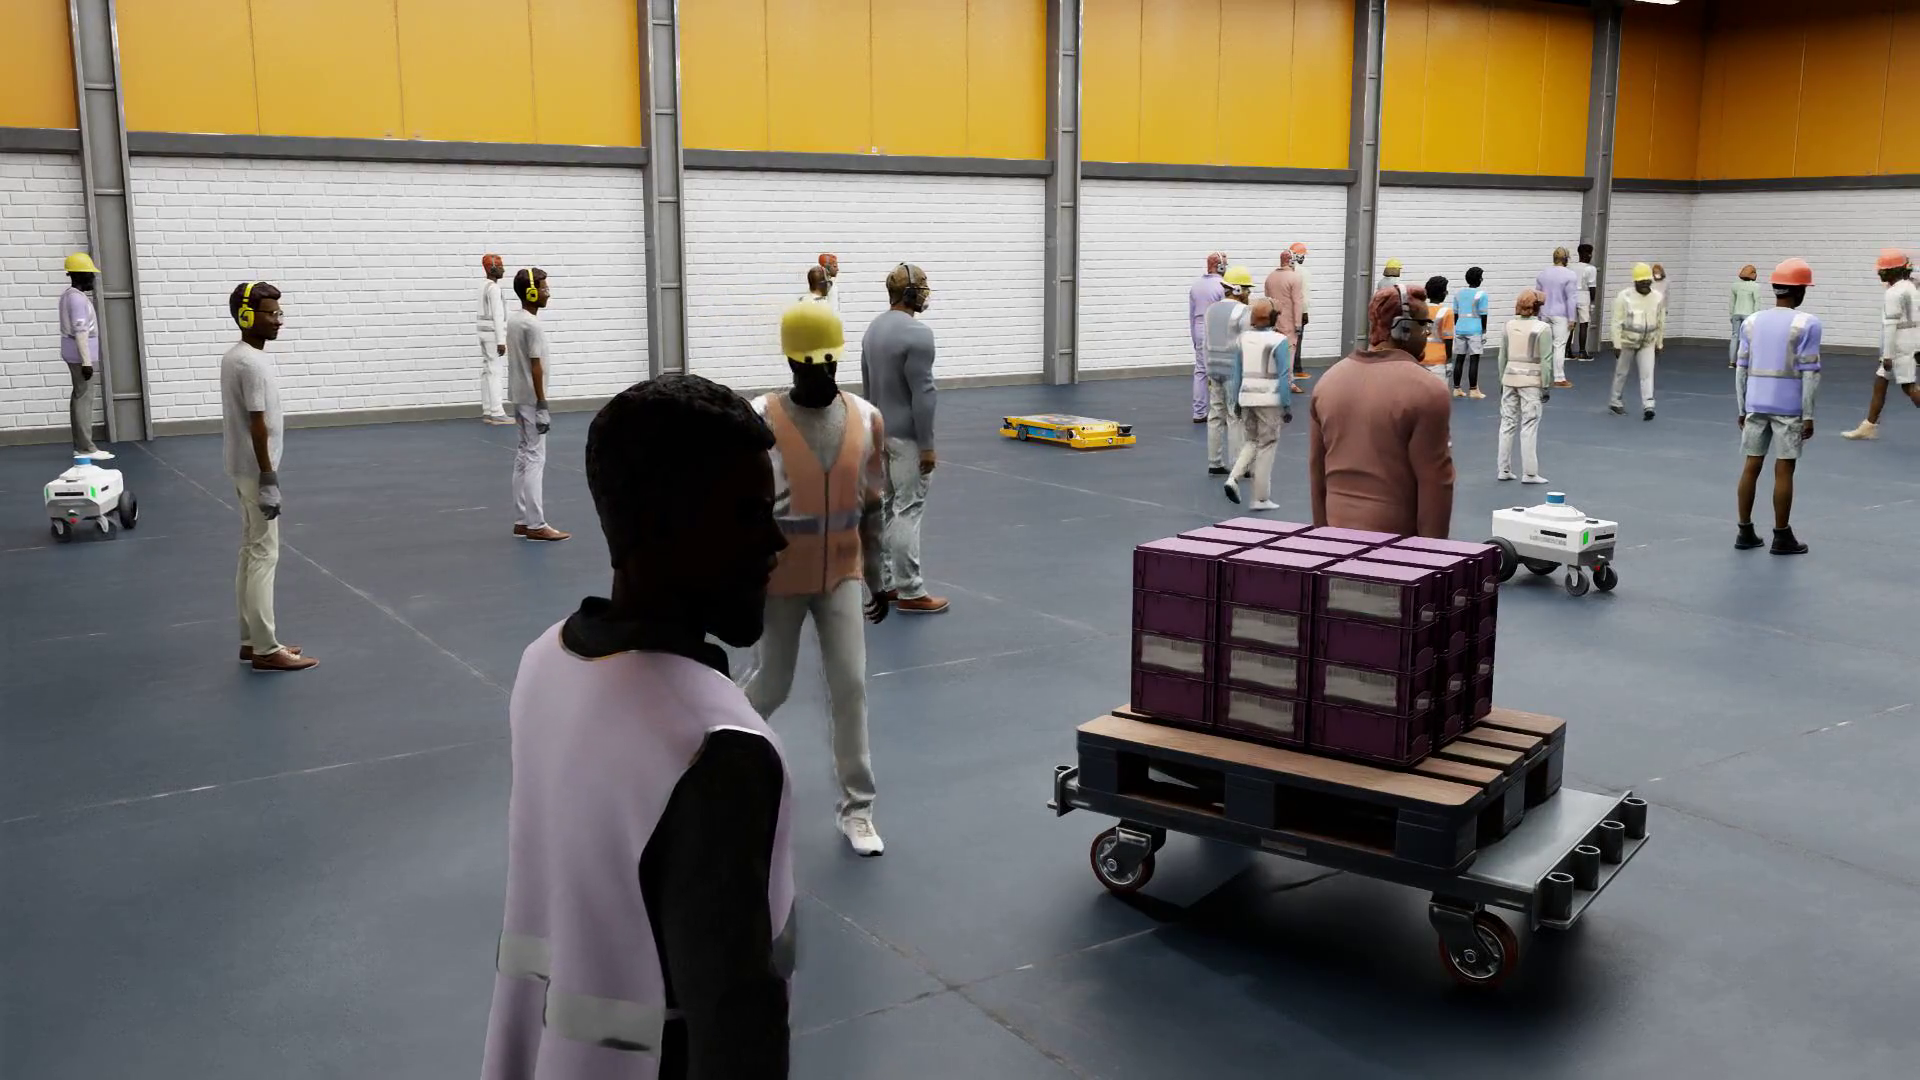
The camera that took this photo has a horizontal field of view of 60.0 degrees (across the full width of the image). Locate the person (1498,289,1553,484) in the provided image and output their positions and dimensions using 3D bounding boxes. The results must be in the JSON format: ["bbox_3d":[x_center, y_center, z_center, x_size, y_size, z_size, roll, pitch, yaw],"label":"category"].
[{"bbox_3d":[4.763,-1.293,14.055,0.315,1.641,0.514,-7,12,-32],"label":"person"}]

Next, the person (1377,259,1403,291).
[{"bbox_3d":[6.655,-3.474,25.740,0.313,1.741,0.487,-7,12,-32],"label":"person"}]

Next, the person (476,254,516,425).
[{"bbox_3d":[-5.192,-2.228,18.521,0.358,1.882,0.574,-7,12,-32],"label":"person"}]

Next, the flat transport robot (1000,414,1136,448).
[{"bbox_3d":[1.077,-1.120,16.864,0.652,0.197,1.431,-7,12,-33],"label":"flat transport robot"}]

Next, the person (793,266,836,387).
[{"bbox_3d":[-1.291,-1.581,15.177,0.512,1.807,0.768,8,13,36],"label":"person"}]

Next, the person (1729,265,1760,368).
[{"bbox_3d":[12.439,-3.538,26.385,0.282,1.633,0.501,-7,12,-32],"label":"person"}]

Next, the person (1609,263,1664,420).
[{"bbox_3d":[7.743,-2.259,18.987,0.636,1.764,0.947,0,10,-2],"label":"person"}]

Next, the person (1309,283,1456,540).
[{"bbox_3d":[1.605,-0.004,6.273,0.399,1.905,0.642,-7,12,-32],"label":"person"}]

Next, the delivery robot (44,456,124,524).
[{"bbox_3d":[-6.087,-0.342,11.566,0.477,0.478,0.707,-2,11,-12],"label":"delivery robot"}]

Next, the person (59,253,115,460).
[{"bbox_3d":[-8.191,-1.710,15.555,0.388,1.927,0.589,-7,12,-32],"label":"person"}]

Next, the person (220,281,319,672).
[{"bbox_3d":[-3.362,-0.301,8.007,0.331,1.866,0.513,-7,12,-32],"label":"person"}]

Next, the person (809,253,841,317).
[{"bbox_3d":[-1.576,-2.423,19.590,0.358,1.881,0.574,-7,12,-32],"label":"person"}]

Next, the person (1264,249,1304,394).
[{"bbox_3d":[4.343,-2.906,22.172,0.399,1.909,0.642,-7,12,-32],"label":"person"}]

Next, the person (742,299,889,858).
[{"bbox_3d":[-0.560,0.095,5.823,0.633,1.882,0.899,-6,12,-29],"label":"person"}]

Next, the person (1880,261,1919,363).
[{"bbox_3d":[15.228,-3.673,26.897,0.560,1.707,0.893,0,10,3],"label":"person"}]

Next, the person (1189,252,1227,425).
[{"bbox_3d":[2.828,-2.232,18.478,0.399,1.909,0.642,-7,12,-32],"label":"person"}]

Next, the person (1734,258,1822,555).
[{"bbox_3d":[5.385,-0.876,10.954,0.379,1.938,0.547,-7,12,-32],"label":"person"}]

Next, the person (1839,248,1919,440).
[{"bbox_3d":[9.537,-1.942,16.732,0.999,1.982,0.655,8,13,37],"label":"person"}]

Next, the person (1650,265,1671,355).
[{"bbox_3d":[12.242,-4.040,29.268,0.513,1.571,0.790,1,10,6],"label":"person"}]

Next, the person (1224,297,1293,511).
[{"bbox_3d":[2.291,-1.025,12.641,0.377,1.628,0.522,-7,12,-33],"label":"person"}]

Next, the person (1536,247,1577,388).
[{"bbox_3d":[8.220,-3.066,22.960,0.375,1.939,0.628,-7,12,-32],"label":"person"}]

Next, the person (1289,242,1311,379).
[{"bbox_3d":[4.912,-3.367,24.456,0.394,1.994,0.612,-7,12,-32],"label":"person"}]

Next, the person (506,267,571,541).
[{"bbox_3d":[-2.934,-0.928,11.426,0.331,1.872,0.513,-7,12,-32],"label":"person"}]

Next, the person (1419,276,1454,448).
[{"bbox_3d":[4.648,-1.749,16.403,0.322,1.696,0.536,-7,12,-32],"label":"person"}]

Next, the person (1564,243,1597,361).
[{"bbox_3d":[10.423,-3.993,27.969,0.370,1.963,0.608,-7,12,-32],"label":"person"}]

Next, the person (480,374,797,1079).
[{"bbox_3d":[-0.382,0.755,2.077,0.395,1.917,0.590,-7,12,-32],"label":"person"}]

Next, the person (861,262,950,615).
[{"bbox_3d":[-0.323,-0.559,9.215,0.375,1.939,0.628,-7,12,-32],"label":"person"}]

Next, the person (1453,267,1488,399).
[{"bbox_3d":[6.557,-2.657,21.378,0.322,1.696,0.536,-7,12,-32],"label":"person"}]

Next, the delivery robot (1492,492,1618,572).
[{"bbox_3d":[3.539,-0.041,9.914,0.477,0.478,0.707,-7,12,-33],"label":"delivery robot"}]

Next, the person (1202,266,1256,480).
[{"bbox_3d":[2.333,-1.425,14.268,0.404,1.829,0.591,-7,12,-32],"label":"person"}]
